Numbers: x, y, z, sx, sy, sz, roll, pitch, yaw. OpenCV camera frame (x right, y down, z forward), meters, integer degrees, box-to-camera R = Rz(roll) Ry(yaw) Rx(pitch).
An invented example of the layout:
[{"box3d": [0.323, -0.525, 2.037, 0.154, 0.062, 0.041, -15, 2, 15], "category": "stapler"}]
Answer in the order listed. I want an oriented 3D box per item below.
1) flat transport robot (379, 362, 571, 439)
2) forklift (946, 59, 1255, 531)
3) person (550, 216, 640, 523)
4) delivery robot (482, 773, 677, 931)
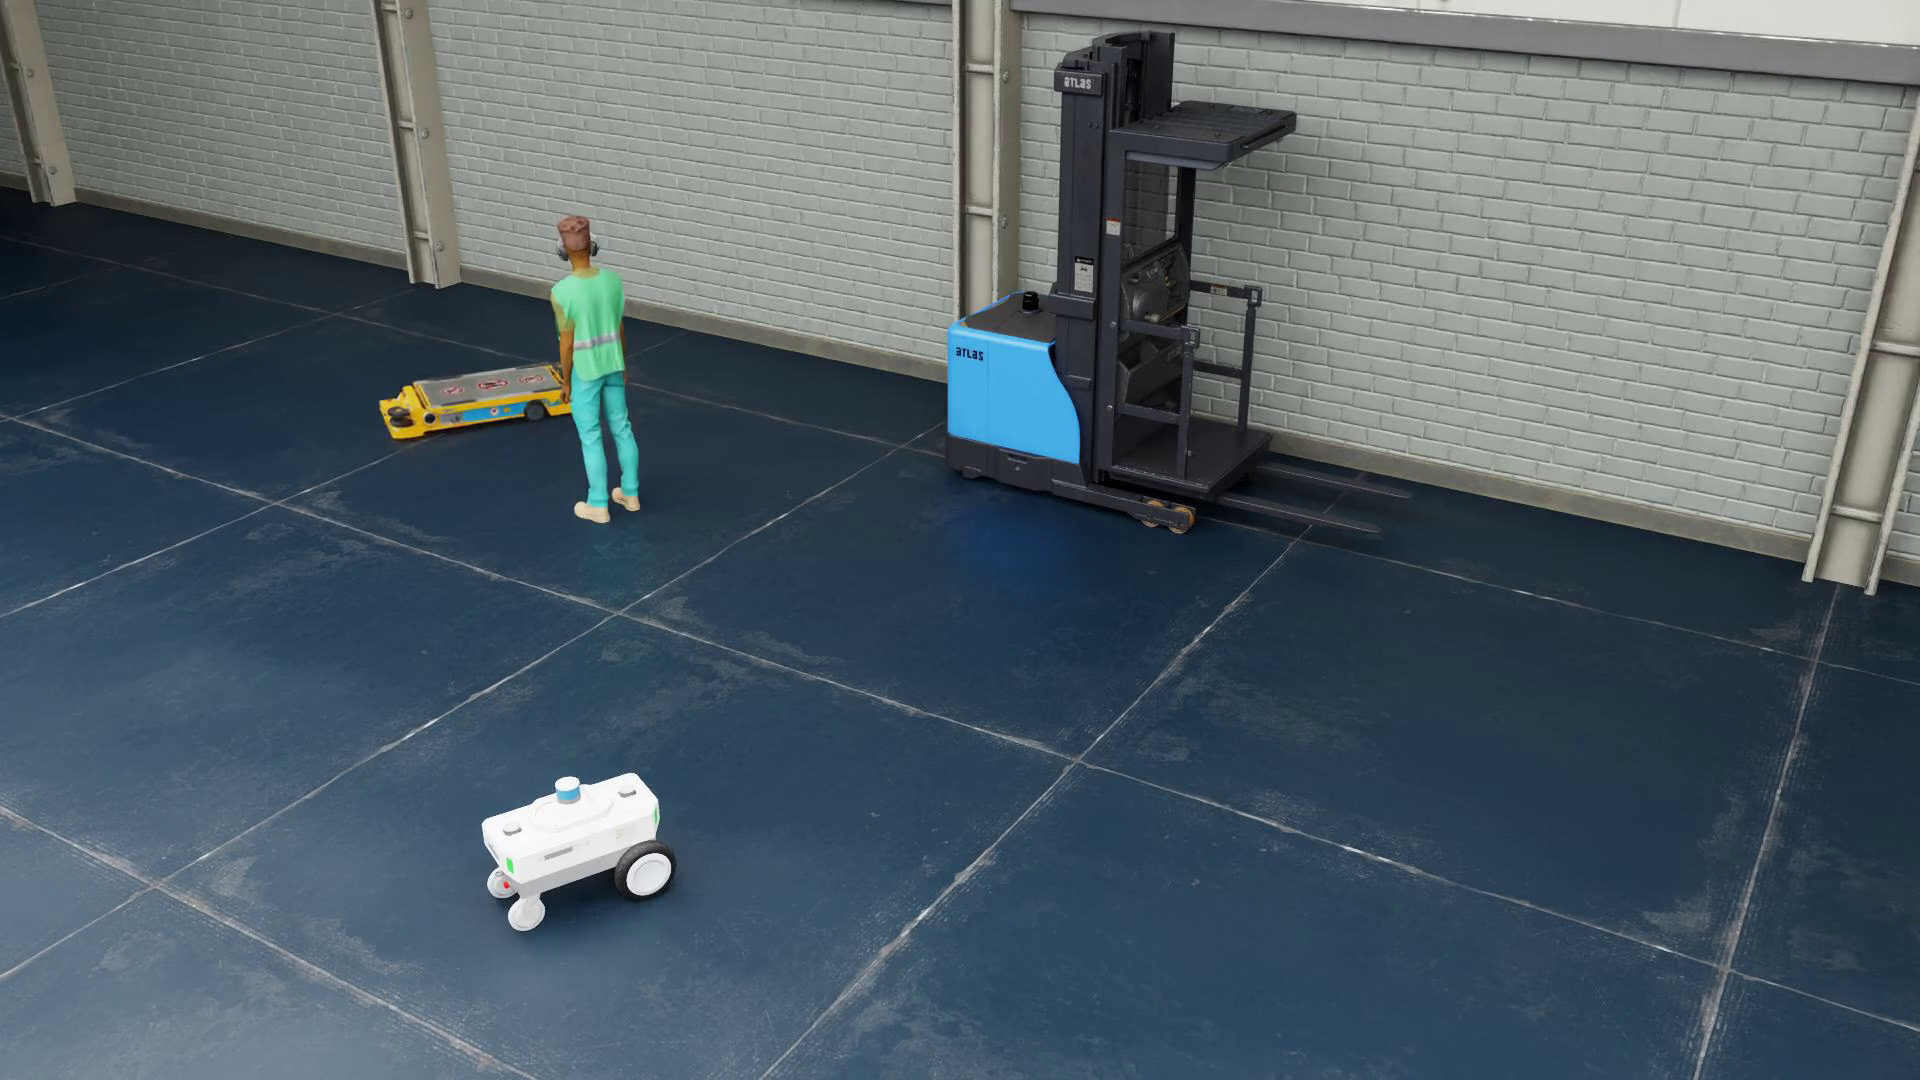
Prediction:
[{"box3d": [-3.573, -1.050, 12.480, 1.431, 0.231, 0.659, -11, 28, -23], "category": "flat transport robot"}, {"box3d": [0.933, -1.707, 10.833, 1.873, 2.768, 1.129, 15, 29, 28], "category": "forklift"}, {"box3d": [-2.307, -1.059, 10.504, 0.486, 1.978, 0.407, -23, 33, -39], "category": "person"}, {"box3d": [-1.663, 1.293, 7.173, 0.766, 0.580, 0.499, -16, 29, -29], "category": "delivery robot"}]
